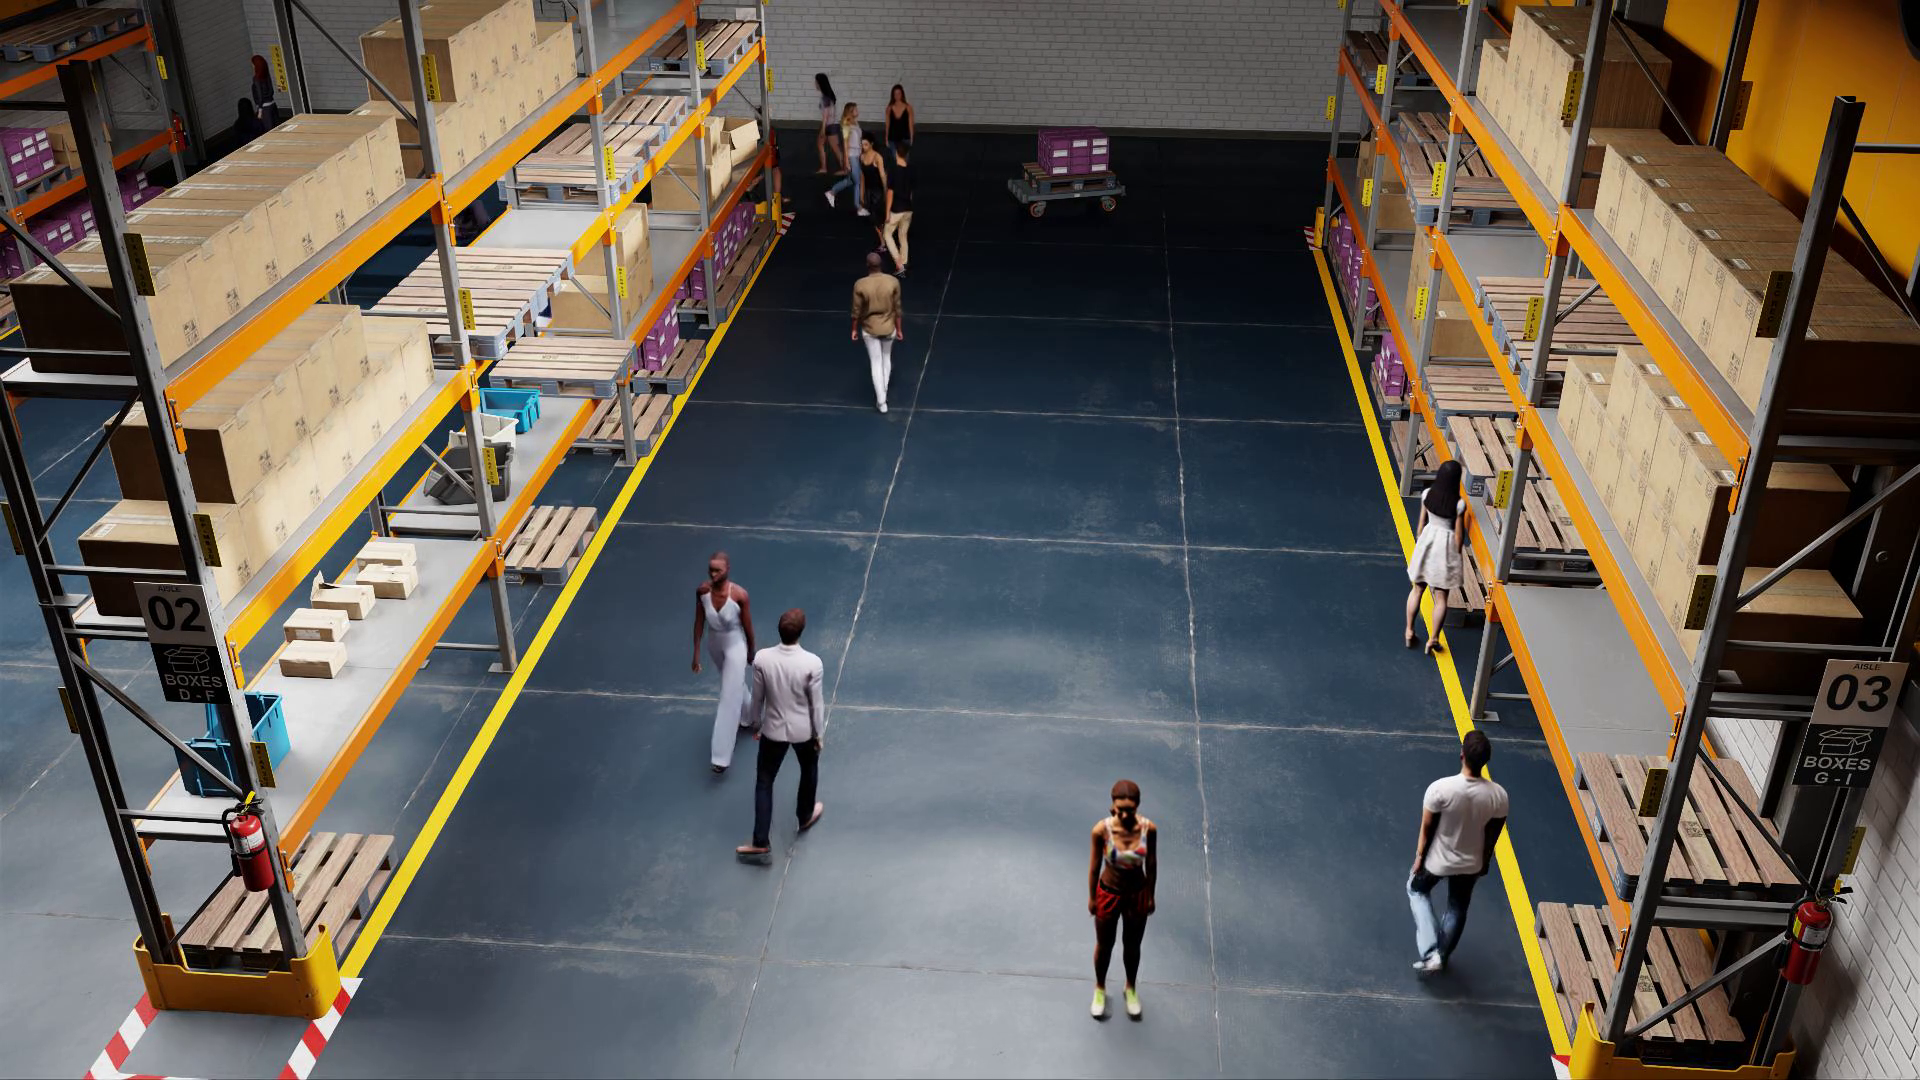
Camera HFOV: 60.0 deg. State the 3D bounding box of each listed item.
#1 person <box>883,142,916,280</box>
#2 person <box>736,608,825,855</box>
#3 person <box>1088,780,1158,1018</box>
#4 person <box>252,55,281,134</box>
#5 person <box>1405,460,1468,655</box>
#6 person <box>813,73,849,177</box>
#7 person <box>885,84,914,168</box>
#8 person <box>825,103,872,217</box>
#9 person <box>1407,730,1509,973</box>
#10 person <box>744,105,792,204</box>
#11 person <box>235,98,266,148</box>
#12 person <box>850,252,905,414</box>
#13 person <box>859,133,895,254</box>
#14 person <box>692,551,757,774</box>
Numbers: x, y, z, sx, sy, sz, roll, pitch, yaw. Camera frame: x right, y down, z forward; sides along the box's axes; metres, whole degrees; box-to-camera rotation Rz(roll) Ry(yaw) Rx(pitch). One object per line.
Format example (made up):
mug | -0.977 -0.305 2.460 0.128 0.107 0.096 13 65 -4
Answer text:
person | -0.745 -4.395 22.384 0.810 1.821 0.868 -25 37 -38
person | -1.236 1.382 11.803 0.779 1.811 0.915 0 29 1
person | 1.002 2.205 10.321 0.599 1.786 0.559 -1 29 -3
person | -11.380 -7.069 27.330 0.652 1.779 0.451 5 29 8
person | 4.051 0.136 14.132 0.783 1.769 0.818 22 36 35
person | -2.033 -6.646 26.673 0.821 1.665 0.826 -2 29 -4
person | -0.935 -6.259 25.958 0.605 1.671 1.054 4 29 7
person | -1.684 -5.680 24.861 0.779 1.705 0.972 6 29 12
person | 3.133 2.052 10.533 0.674 1.851 0.732 1 29 3
person | -2.995 -5.878 25.402 0.852 1.533 0.971 -9 30 -16
person | -10.607 -5.776 25.008 0.592 1.732 0.507 3 29 6
person | -0.882 -2.291 18.543 0.921 1.806 1.042 -7 29 -13
person | -1.130 -4.898 23.429 0.769 1.705 0.826 21 35 33
person | -1.765 0.837 12.880 0.788 1.737 1.156 11 30 19
